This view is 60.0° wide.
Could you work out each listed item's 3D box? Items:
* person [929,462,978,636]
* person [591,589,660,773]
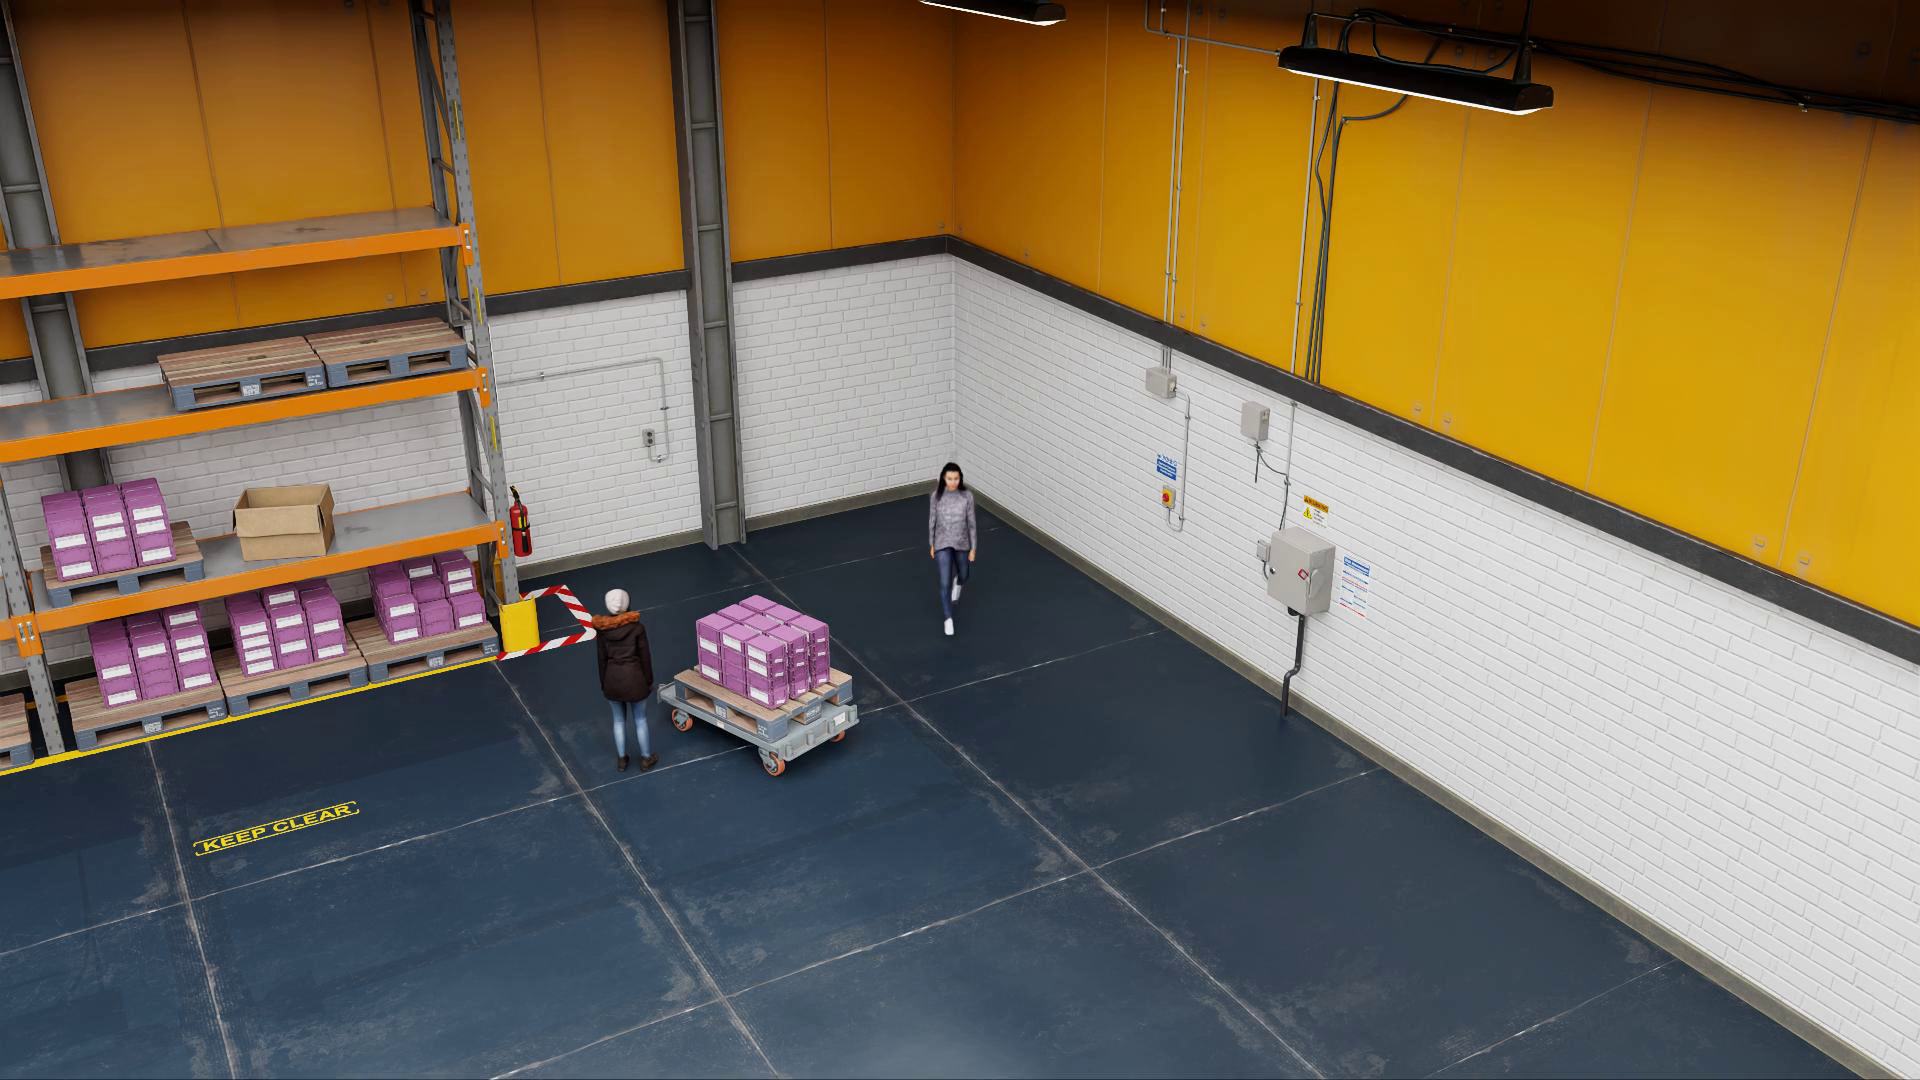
[{"bbox_3d":[-0.074,0.017,16.219,1.056,1.709,0.983,-1,24,-2],"label":"person"},{"bbox_3d":[-2.751,1.154,13.709,0.706,1.635,0.791,2,24,5],"label":"person"}]
